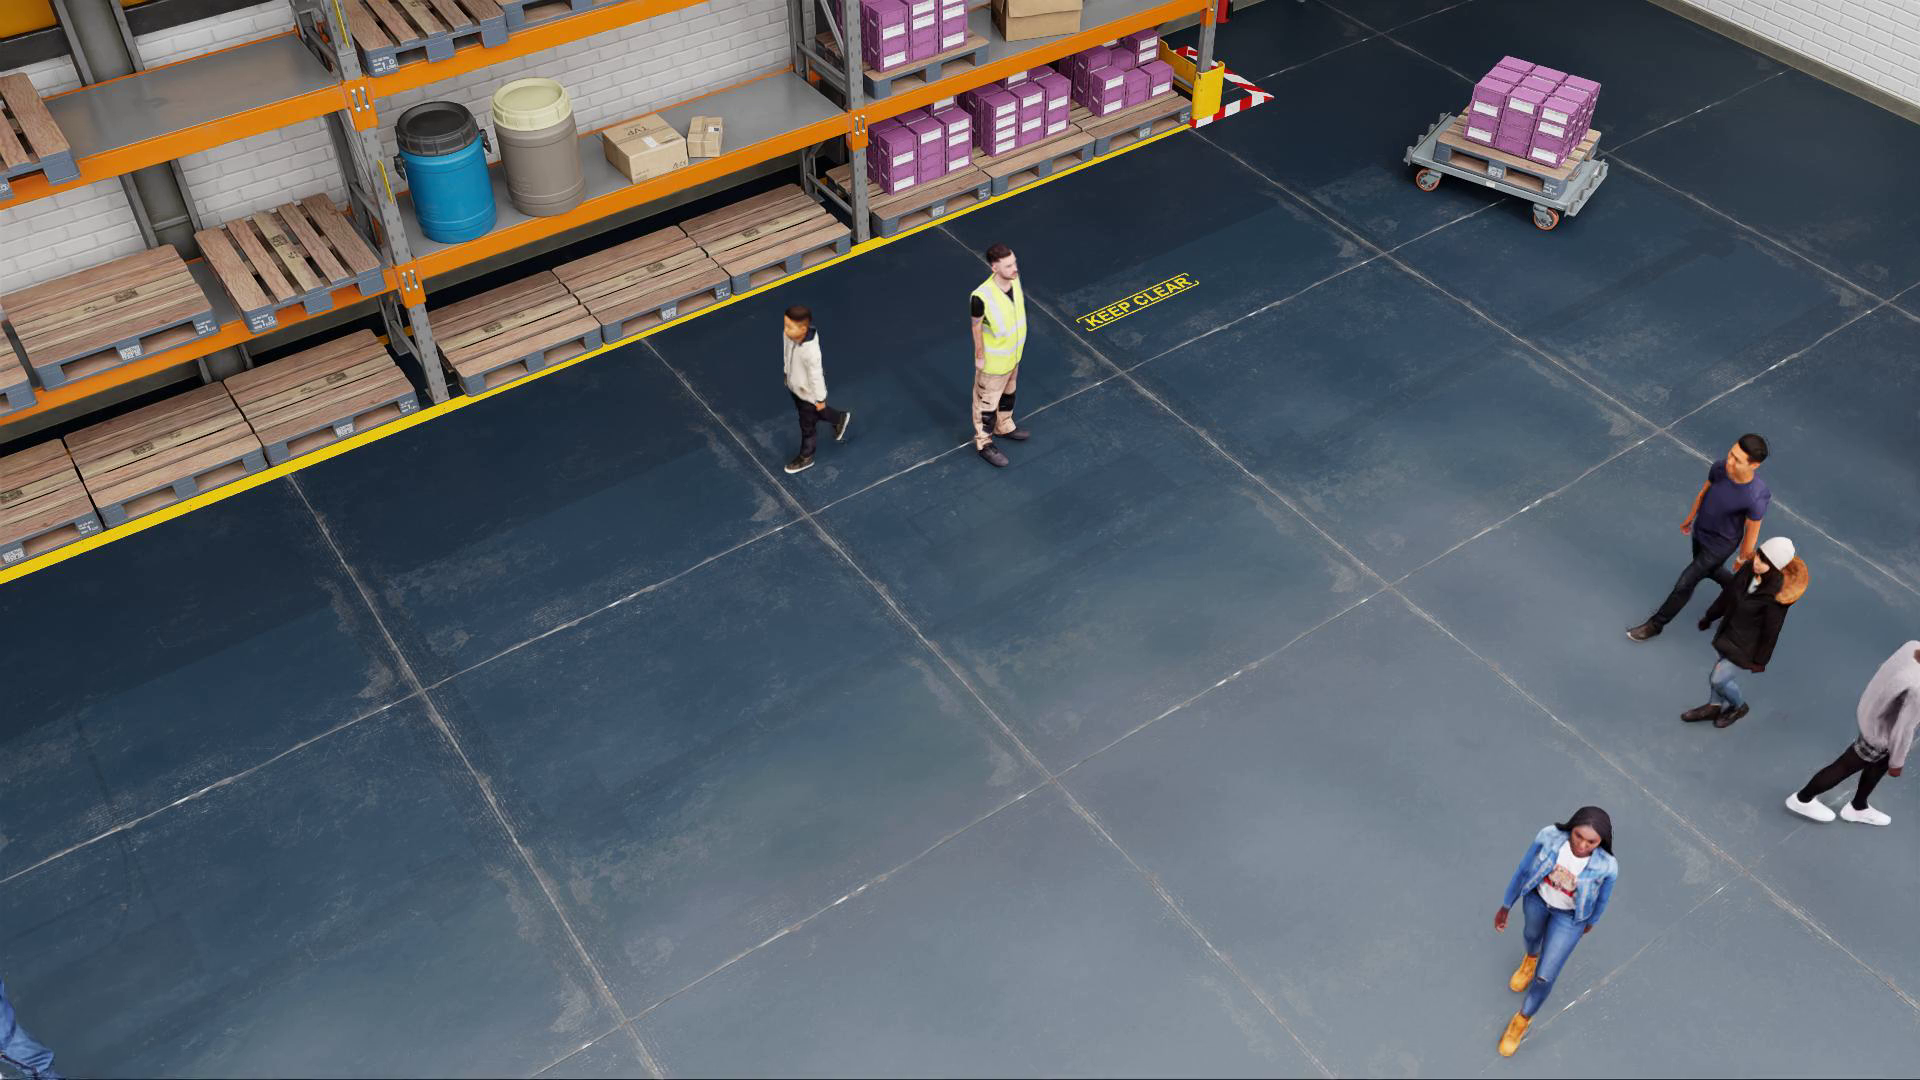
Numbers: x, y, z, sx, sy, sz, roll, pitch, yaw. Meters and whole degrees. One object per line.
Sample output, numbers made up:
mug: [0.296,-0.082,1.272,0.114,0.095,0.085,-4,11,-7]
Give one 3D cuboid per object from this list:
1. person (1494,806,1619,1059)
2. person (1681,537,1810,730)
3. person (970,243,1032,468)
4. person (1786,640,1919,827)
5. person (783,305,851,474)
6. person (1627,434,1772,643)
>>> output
person: [3.204,1.919,8.902,0.753,1.688,1.004,32,52,29]
person: [4.941,0.588,10.348,0.799,1.622,0.761,-4,44,-4]
person: [0.290,-1.408,12.279,0.873,1.847,0.789,24,48,23]
person: [5.288,1.079,9.739,0.968,1.751,0.928,13,45,14]
person: [-1.072,-1.159,12.316,0.849,1.436,0.601,-27,50,-25]
person: [5.017,-0.018,10.885,1.221,1.758,0.961,-7,44,-8]
